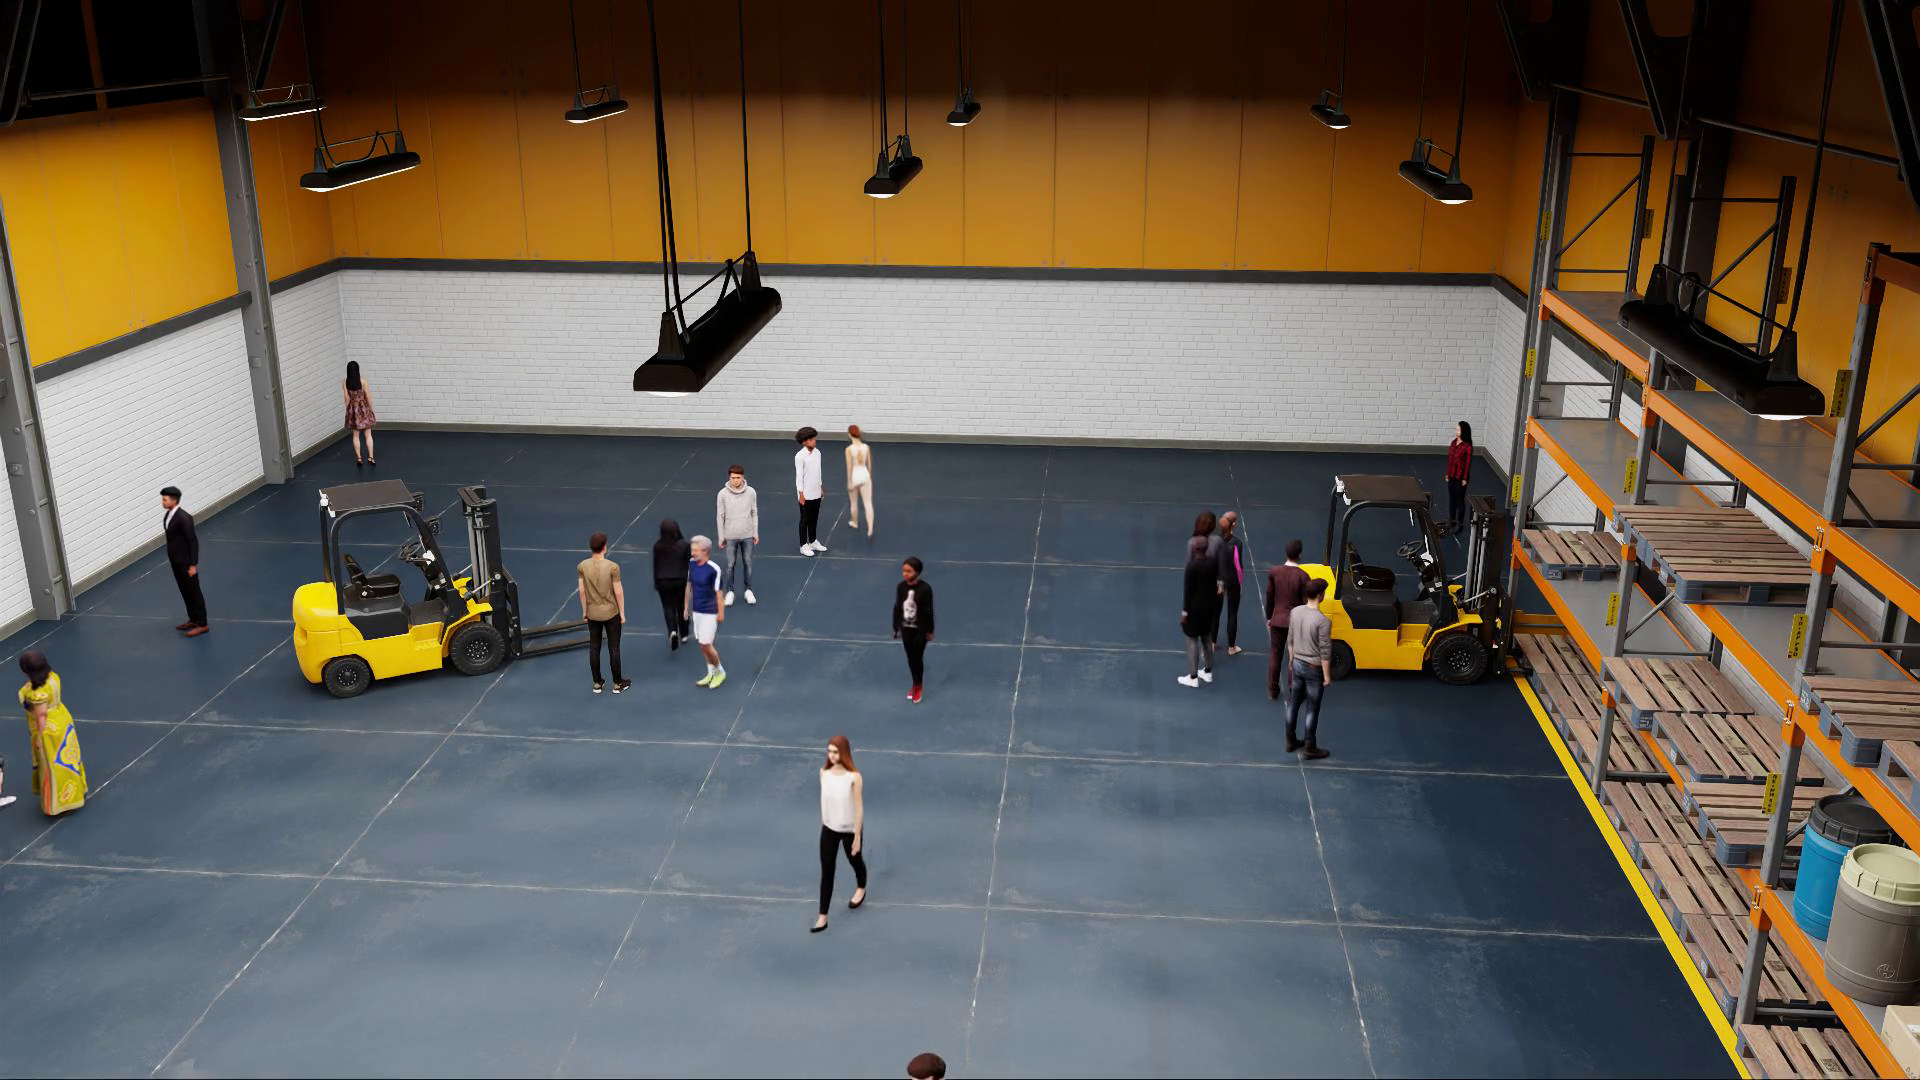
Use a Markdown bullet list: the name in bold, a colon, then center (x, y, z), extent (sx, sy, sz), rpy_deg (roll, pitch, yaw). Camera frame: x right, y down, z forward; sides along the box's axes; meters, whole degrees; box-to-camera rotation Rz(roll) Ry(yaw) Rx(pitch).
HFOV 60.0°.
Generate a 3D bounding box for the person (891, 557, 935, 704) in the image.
- **person**: center (-0.469, 0.957, 18.413), extent (0.697, 1.664, 0.705), rpy_deg (8, 20, 23)

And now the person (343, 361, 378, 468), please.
- **person**: center (-9.829, -2.067, 27.219), extent (0.743, 1.775, 0.762), rpy_deg (-4, 19, -11)

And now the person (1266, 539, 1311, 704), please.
- **person**: center (3.614, 0.890, 18.297), extent (0.774, 1.865, 0.773), rpy_deg (12, 22, 31)

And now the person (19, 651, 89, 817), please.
- **person**: center (-8.682, 1.814, 15.878), extent (1.002, 1.659, 0.839), rpy_deg (-3, 19, -10)

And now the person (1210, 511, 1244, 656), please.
- **person**: center (3.142, 0.499, 19.640), extent (0.650, 1.749, 0.677), rpy_deg (11, 21, 29)

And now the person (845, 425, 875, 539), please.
- **person**: center (-1.412, -0.796, 23.724), extent (0.904, 1.598, 1.135), rpy_deg (-7, 20, -20)

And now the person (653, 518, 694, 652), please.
- **person**: center (-3.398, 0.548, 19.736), extent (0.816, 1.596, 1.013), rpy_deg (-4, 19, -11)

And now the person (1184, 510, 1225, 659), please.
- **person**: center (2.876, 0.546, 19.527), extent (0.755, 1.733, 1.138), rpy_deg (-2, 19, -6)

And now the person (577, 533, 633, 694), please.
- **person**: center (-3.987, 0.812, 18.554), extent (0.672, 1.850, 0.580), rpy_deg (3, 19, 9)

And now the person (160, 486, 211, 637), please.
- **person**: center (-9.428, 0.233, 20.228), extent (0.771, 1.878, 0.790), rpy_deg (17, 25, 40)

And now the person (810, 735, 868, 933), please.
- **person**: center (-0.948, 2.424, 14.041), extent (0.847, 1.675, 1.139), rpy_deg (8, 20, 24)

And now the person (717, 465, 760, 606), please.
- **person**: center (-2.815, -0.081, 21.203), extent (0.741, 1.851, 0.686), rpy_deg (-4, 19, -12)

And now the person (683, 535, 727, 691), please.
- **person**: center (-2.792, 0.776, 18.698), extent (0.752, 1.826, 0.791), rpy_deg (17, 25, 40)

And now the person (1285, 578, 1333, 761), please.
- **person**: center (3.561, 1.302, 17.014), extent (0.822, 1.903, 0.740), rpy_deg (-13, 23, -34)

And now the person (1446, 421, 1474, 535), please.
- **person**: center (7.213, -0.920, 24.006), extent (0.716, 1.652, 0.601), rpy_deg (-8, 20, -22)

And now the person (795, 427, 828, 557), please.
- **person**: center (-2.096, -0.699, 23.099), extent (0.793, 1.812, 0.698), rpy_deg (14, 23, 35)

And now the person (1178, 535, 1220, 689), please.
- **person**: center (2.700, 0.789, 18.760), extent (0.728, 1.761, 0.772), rpy_deg (-13, 23, -34)
